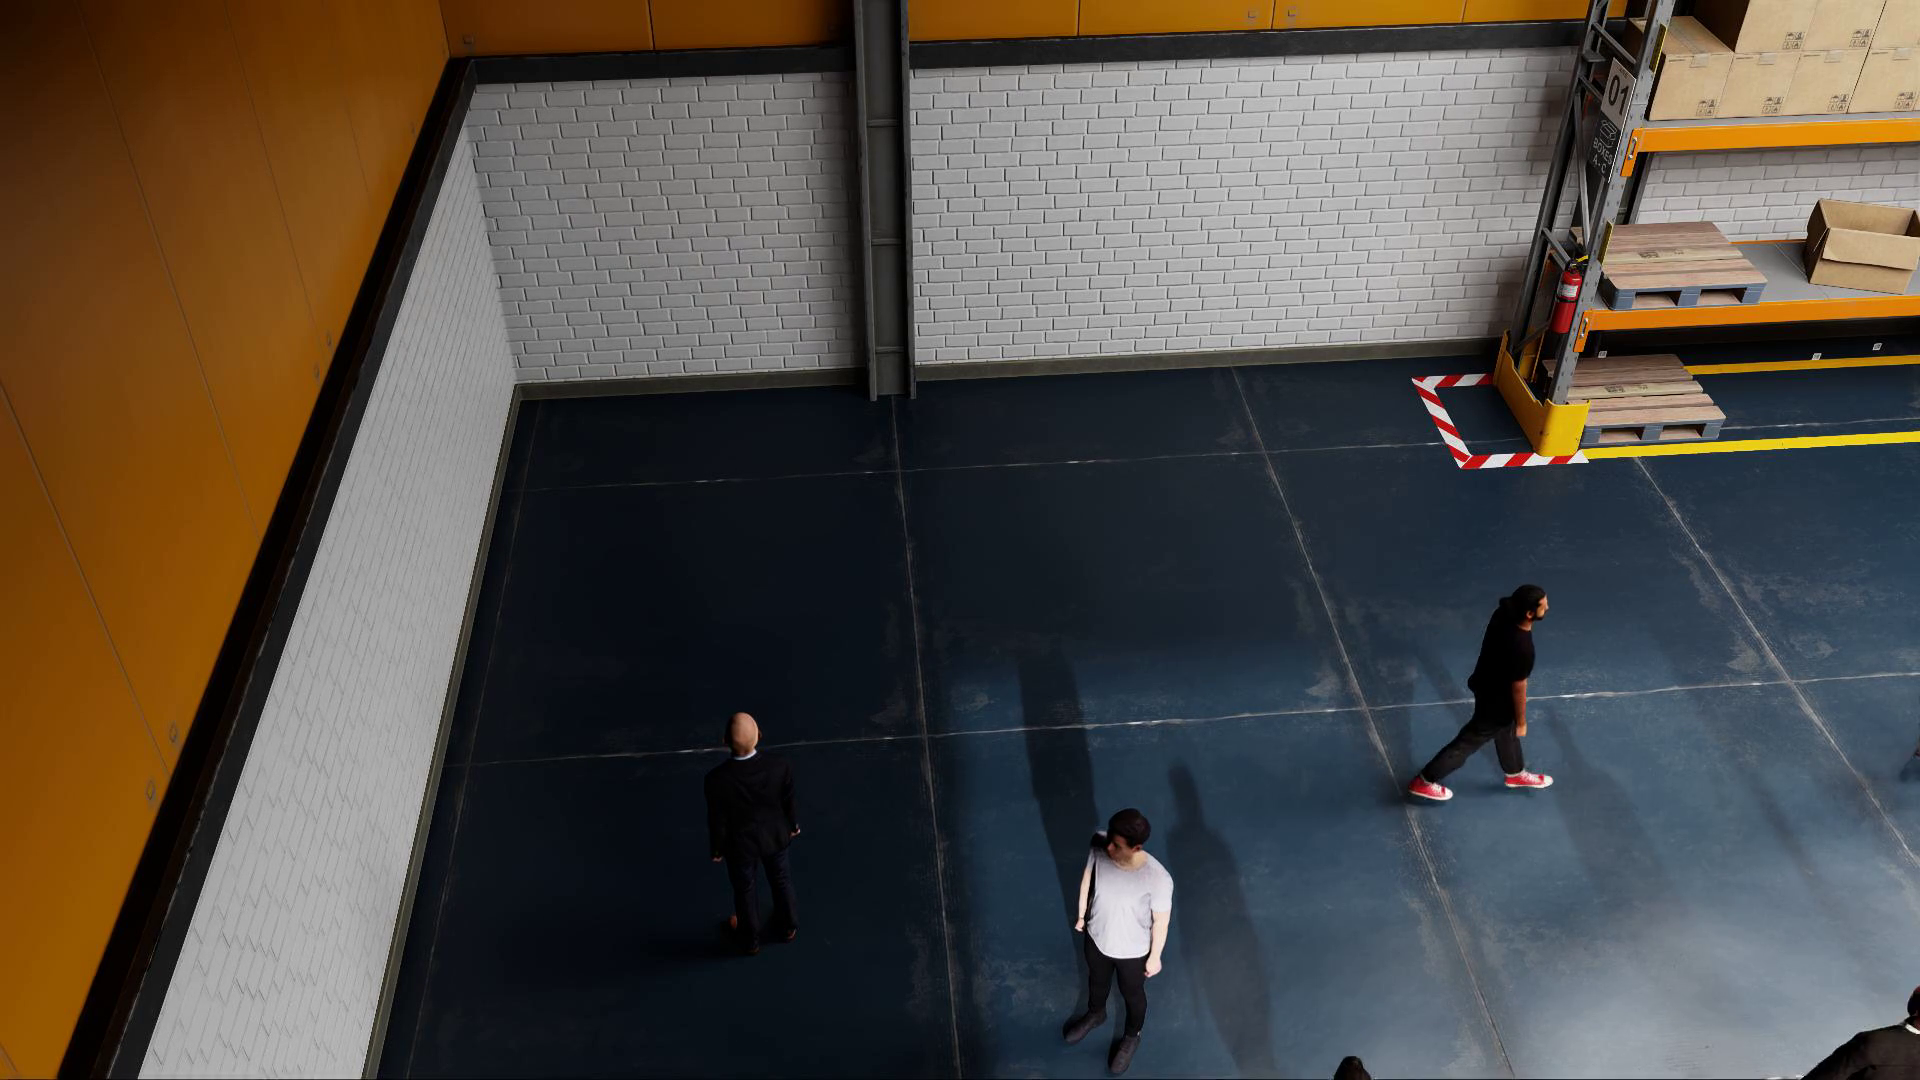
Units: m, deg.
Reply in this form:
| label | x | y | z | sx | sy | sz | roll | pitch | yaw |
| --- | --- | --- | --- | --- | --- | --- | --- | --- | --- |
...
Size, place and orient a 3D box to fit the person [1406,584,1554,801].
| label | x | y | z | sx | sy | sz | roll | pitch | yaw |
| --- | --- | --- | --- | --- | --- | --- | --- | --- | --- |
| person | 3.174 | 0.976 | 10.127 | 1.201 | 1.712 | 0.772 | 3 | 39 | 3 |

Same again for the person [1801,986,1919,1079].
| label | x | y | z | sx | sy | sz | roll | pitch | yaw |
| --- | --- | --- | --- | --- | --- | --- | --- | --- | --- |
| person | 4.286 | 2.778 | 7.834 | 1.089 | 1.759 | 0.732 | -3 | 39 | -4 |

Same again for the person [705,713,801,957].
| label | x | y | z | sx | sy | sz | roll | pitch | yaw |
| --- | --- | --- | --- | --- | --- | --- | --- | --- | --- |
| person | -1.139 | 1.637 | 9.229 | 0.637 | 1.801 | 0.800 | -14 | 41 | -17 |

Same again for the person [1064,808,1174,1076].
| label | x | y | z | sx | sy | sz | roll | pitch | yaw |
| --- | --- | --- | --- | --- | --- | --- | --- | --- | --- |
| person | 0.840 | 2.055 | 8.654 | 0.722 | 1.863 | 0.783 | 28 | 46 | 30 |
